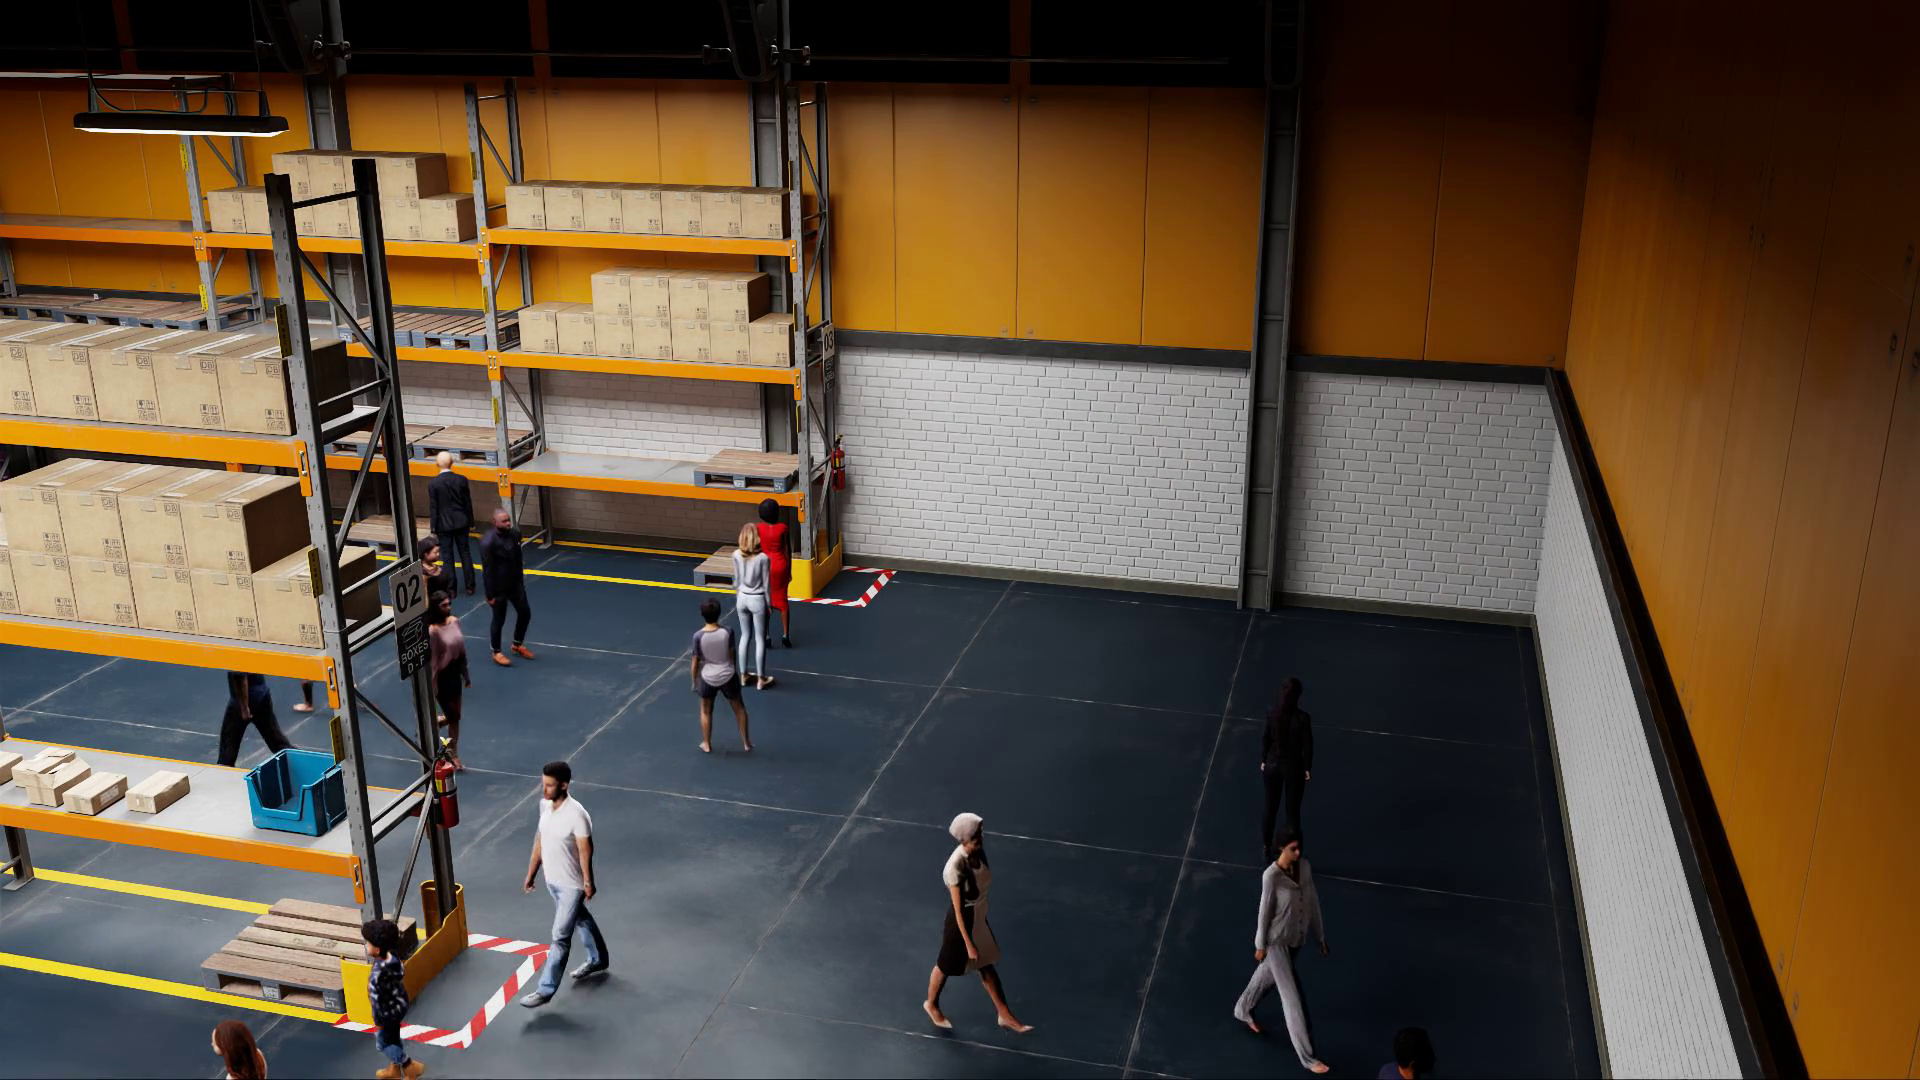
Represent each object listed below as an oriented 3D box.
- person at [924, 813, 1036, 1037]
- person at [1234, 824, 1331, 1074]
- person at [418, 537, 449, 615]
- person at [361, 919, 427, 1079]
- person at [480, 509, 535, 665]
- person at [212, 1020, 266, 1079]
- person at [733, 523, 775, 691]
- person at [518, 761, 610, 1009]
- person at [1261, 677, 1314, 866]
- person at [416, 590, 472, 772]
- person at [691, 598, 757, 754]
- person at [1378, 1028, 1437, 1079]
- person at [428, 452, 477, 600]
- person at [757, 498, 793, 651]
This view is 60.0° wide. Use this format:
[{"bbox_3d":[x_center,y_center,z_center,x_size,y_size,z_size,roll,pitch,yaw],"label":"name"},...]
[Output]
[{"bbox_3d":[-0.056,2.694,11.609,1.123,1.714,0.785,10,21,27],"label":"person"},{"bbox_3d":[2.171,2.733,11.477,1.048,1.725,1.184,-13,23,-34],"label":"person"},{"bbox_3d":[-5.504,0.790,17.268,0.747,1.711,0.747,-3,19,-9],"label":"person"},{"bbox_3d":[-3.775,3.108,11.118,0.646,1.242,0.539,2,19,7],"label":"person"},{"bbox_3d":[-4.962,0.490,18.025,0.815,1.797,0.817,12,22,33],"label":"person"},{"bbox_3d":[-4.133,3.448,9.731,0.550,1.484,0.574,0,19,1],"label":"person"},{"bbox_3d":[-2.177,0.682,17.459,0.505,1.794,0.684,9,21,25],"label":"person"},{"bbox_3d":[-2.809,2.444,12.179,1.091,1.824,1.134,-16,24,-40],"label":"person"},{"bbox_3d":[2.716,1.928,13.893,0.517,1.709,0.689,10,21,28],"label":"person"},{"bbox_3d":[-4.884,1.316,15.569,0.808,1.798,0.664,7,20,21],"label":"person"},{"bbox_3d":[-2.338,1.304,15.983,0.785,1.557,0.916,-5,19,-13],"label":"person"},{"bbox_3d":[2.414,3.470,9.181,0.637,1.793,0.700,-1,19,-2],"label":"person"},{"bbox_3d":[-6.122,-0.188,20.037,0.765,1.798,0.810,-12,22,-31],"label":"person"},{"bbox_3d":[-2.077,0.373,18.458,0.535,1.743,0.686,-1,19,-2],"label":"person"}]
